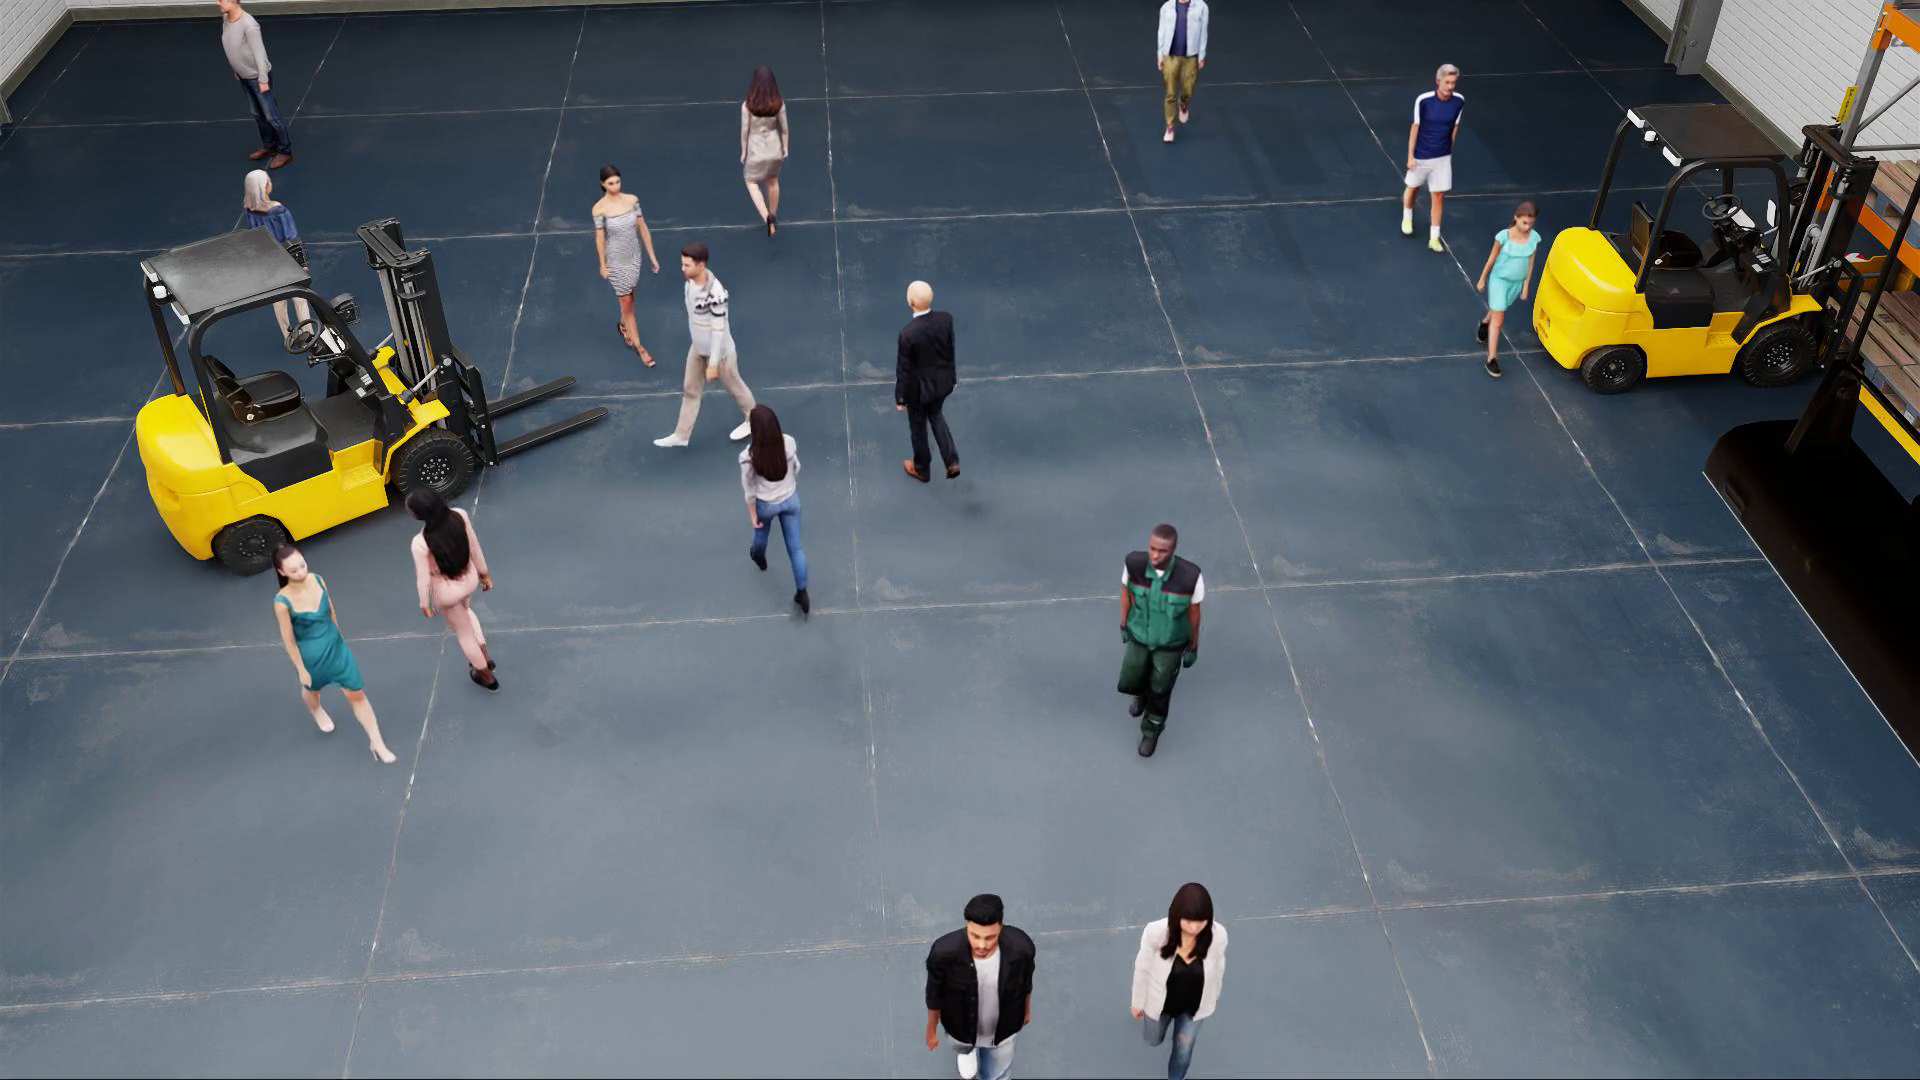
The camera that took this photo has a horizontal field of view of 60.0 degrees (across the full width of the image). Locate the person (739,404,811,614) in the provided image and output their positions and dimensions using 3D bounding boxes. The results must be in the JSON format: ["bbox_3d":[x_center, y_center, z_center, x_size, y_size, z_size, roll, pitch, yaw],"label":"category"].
[{"bbox_3d":[-1.251,-0.199,11.735,0.856,1.588,1.144,-16,41,-19],"label":"person"}]

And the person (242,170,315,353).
[{"bbox_3d":[-5.900,-2.424,14.433,0.690,1.697,0.683,10,40,13],"label":"person"}]

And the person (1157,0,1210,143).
[{"bbox_3d":[2.370,-5.200,17.831,0.813,1.797,0.948,6,39,8],"label":"person"}]

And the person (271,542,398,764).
[{"bbox_3d":[-4.121,0.702,10.569,1.066,1.635,1.042,25,45,28],"label":"person"}]

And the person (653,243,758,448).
[{"bbox_3d":[-1.893,-1.546,13.241,1.152,1.814,1.220,-25,45,-28],"label":"person"}]

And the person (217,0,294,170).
[{"bbox_3d":[-7.342,-4.840,17.288,0.820,1.911,0.877,27,46,29],"label":"person"}]

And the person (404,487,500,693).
[{"bbox_3d":[-3.258,0.373,10.930,0.840,1.699,0.764,25,45,28],"label":"person"}]

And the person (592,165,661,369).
[{"bbox_3d":[-2.946,-2.430,14.361,0.922,1.797,1.047,-29,47,-31],"label":"person"}]

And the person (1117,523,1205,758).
[{"bbox_3d":[1.288,0.566,10.586,0.852,1.827,0.916,13,40,15],"label":"person"}]

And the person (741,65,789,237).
[{"bbox_3d":[-1.873,-3.683,15.981,0.770,1.734,0.908,-13,41,-16],"label":"person"}]

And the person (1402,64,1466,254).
[{"bbox_3d":[4.492,-3.749,16.007,0.703,1.805,1.031,1,39,2],"label":"person"}]

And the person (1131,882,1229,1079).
[{"bbox_3d":[1.105,2.294,8.584,0.683,1.625,0.930,0,39,1],"label":"person"}]

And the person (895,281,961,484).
[{"bbox_3d":[-0.207,-1.154,12.767,0.916,1.792,0.995,-23,44,-26],"label":"person"}]

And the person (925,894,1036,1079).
[{"bbox_3d":[0.099,2.324,8.426,0.749,1.775,1.182,0,39,0],"label":"person"}]

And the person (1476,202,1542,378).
[{"bbox_3d":[4.709,-2.260,14.368,0.623,1.523,1.061,1,39,1],"label":"person"}]
